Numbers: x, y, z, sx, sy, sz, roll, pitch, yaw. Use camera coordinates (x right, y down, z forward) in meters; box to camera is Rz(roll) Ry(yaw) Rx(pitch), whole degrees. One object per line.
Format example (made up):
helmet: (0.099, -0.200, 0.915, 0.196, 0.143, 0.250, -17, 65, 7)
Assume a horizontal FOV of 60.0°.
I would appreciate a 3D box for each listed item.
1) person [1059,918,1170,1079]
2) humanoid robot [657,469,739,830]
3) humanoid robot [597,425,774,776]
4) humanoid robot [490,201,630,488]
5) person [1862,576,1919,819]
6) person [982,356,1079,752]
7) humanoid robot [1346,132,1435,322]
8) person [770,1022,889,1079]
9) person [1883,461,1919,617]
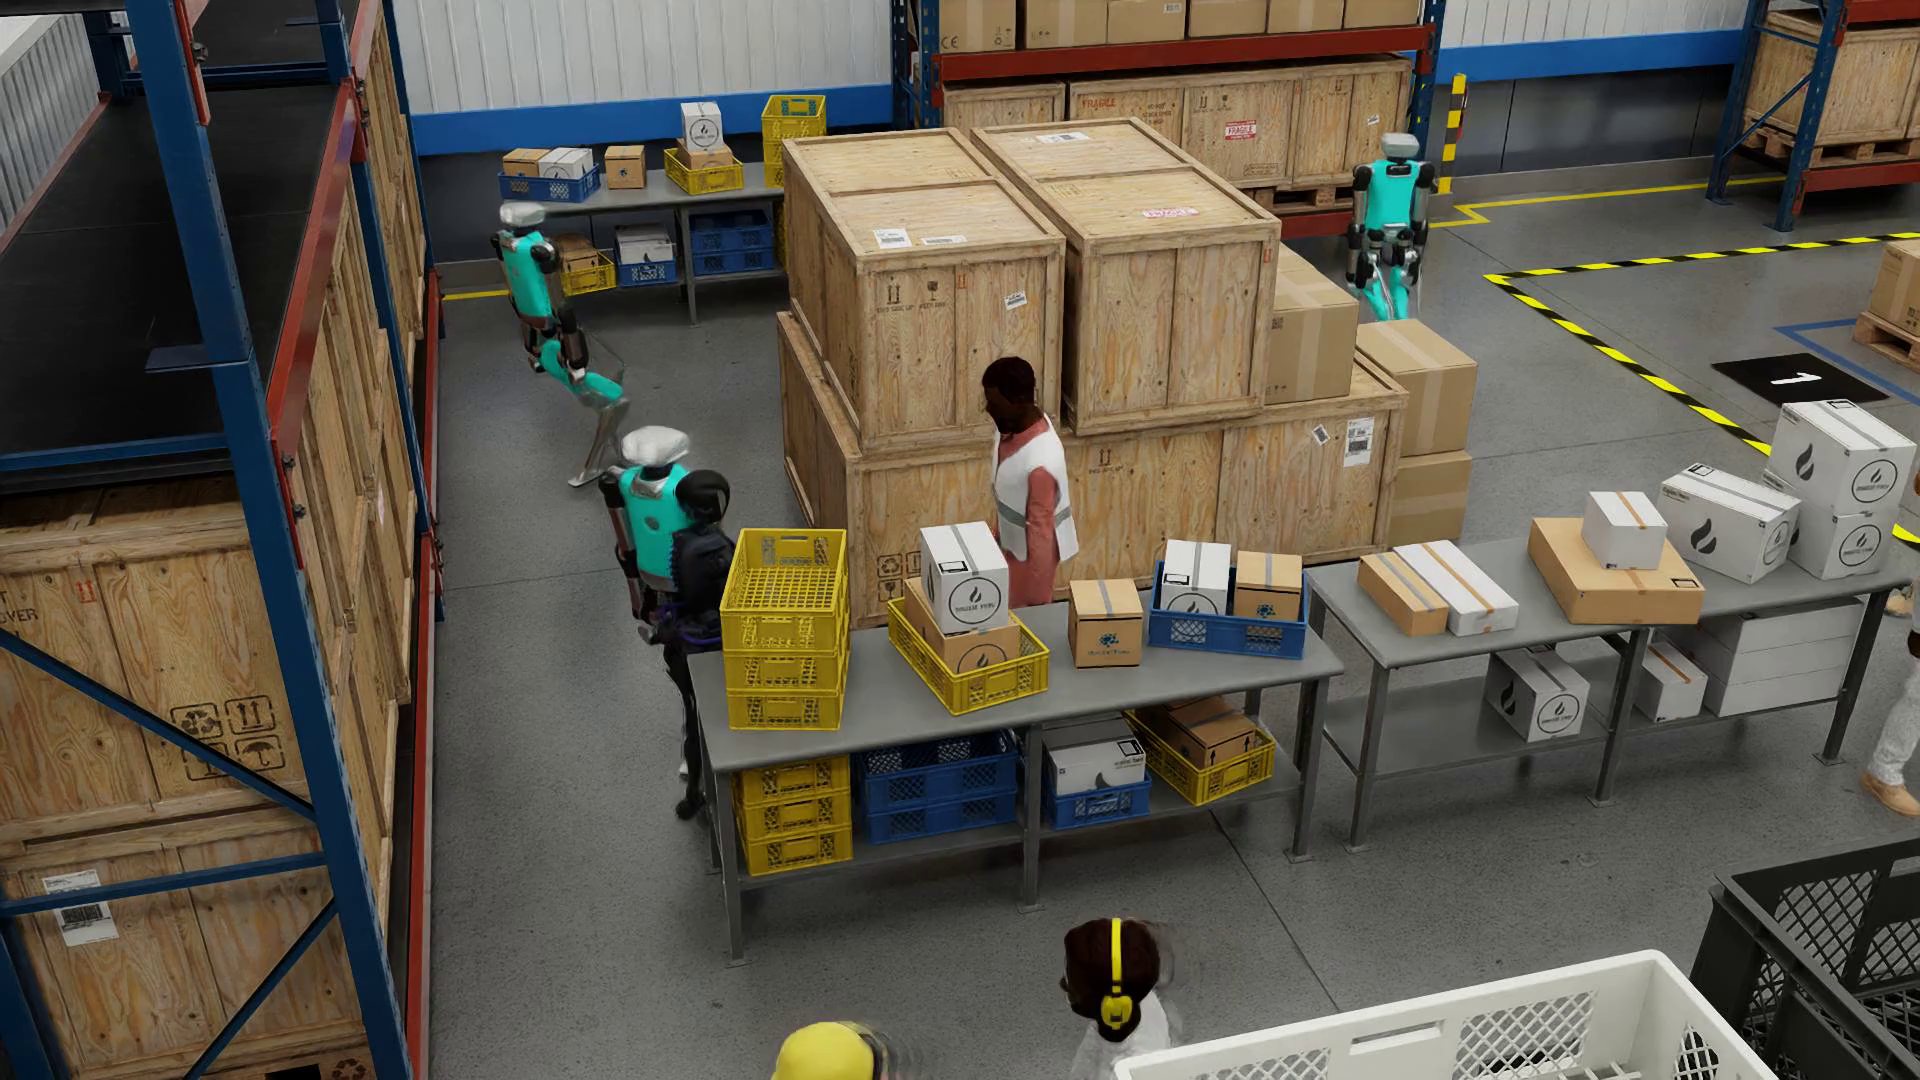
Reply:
person: (0.410, 1.722, 4.353, 0.599, 1.849, 0.525, 1, 29, 2)
humanoid robot: (-1.048, 0.455, 6.829, 0.325, 1.646, 0.601, -19, 34, -31)
humanoid robot: (-1.098, 0.240, 7.111, 0.545, 1.744, 0.732, 11, 31, 19)
humanoid robot: (-2.190, -1.122, 9.715, 0.566, 1.869, 0.854, 24, 37, 37)
person: (4.229, 0.343, 6.878, 0.629, 1.833, 0.430, -3, 29, -5)
person: (0.323, 0.056, 7.325, 0.483, 1.896, 0.688, -5, 29, -9)
humanoid robot: (2.798, -1.607, 10.542, 0.535, 1.774, 0.950, -5, 29, -8)
person: (-0.258, 1.867, 4.194, 0.385, 1.743, 0.551, 0, 29, 0)
person: (5.091, -0.541, 8.280, 0.520, 2.021, 0.683, 7, 30, 12)
